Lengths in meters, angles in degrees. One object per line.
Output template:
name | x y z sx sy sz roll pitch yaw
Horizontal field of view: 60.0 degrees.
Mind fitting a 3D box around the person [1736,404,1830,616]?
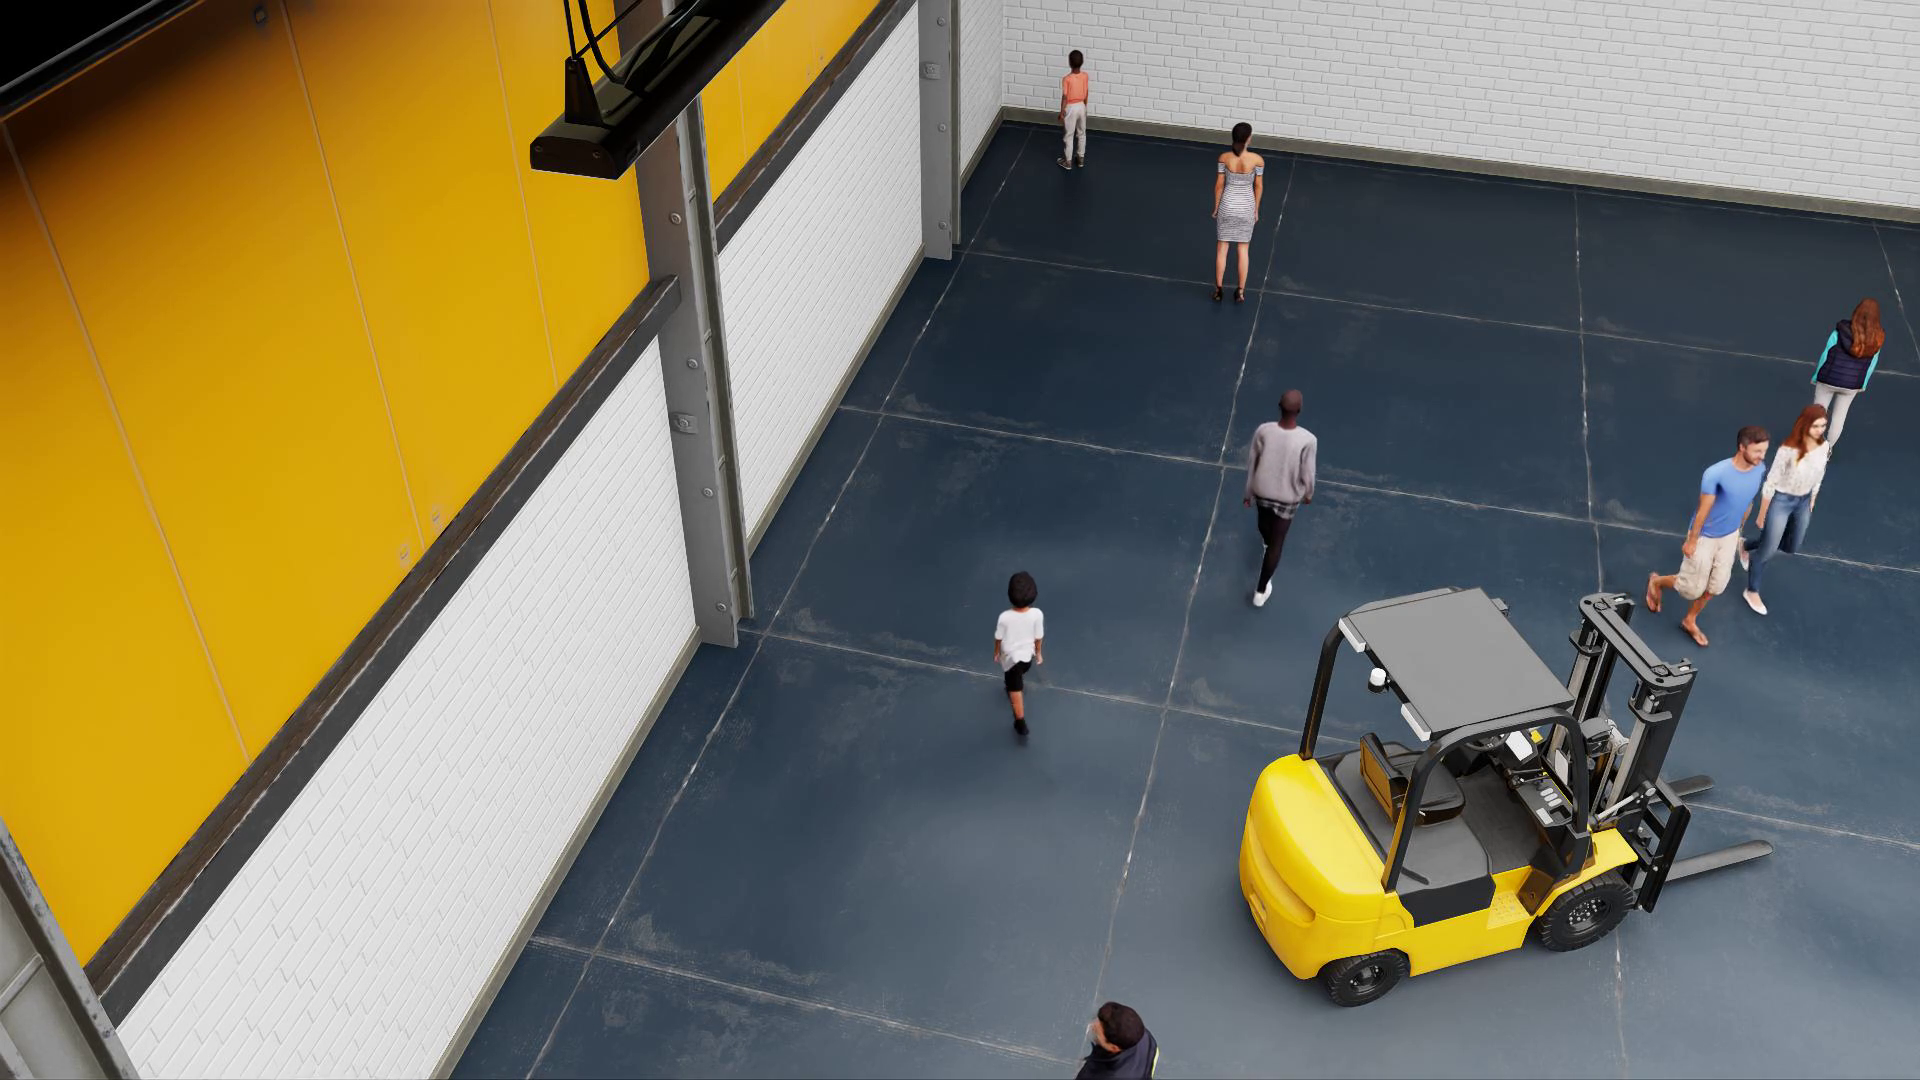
person | 6.018 -0.296 12.214 0.818 1.719 0.943 -9 39 -11

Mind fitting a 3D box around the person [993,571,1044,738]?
person | 0.404 0.779 11.248 0.749 1.245 0.930 -9 40 -11

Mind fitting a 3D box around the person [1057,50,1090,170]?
person | 1.244 -4.664 18.011 0.570 1.311 0.617 -15 41 -18

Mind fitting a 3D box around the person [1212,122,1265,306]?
person | 2.581 -3.043 15.571 0.593 1.822 0.523 7 39 9

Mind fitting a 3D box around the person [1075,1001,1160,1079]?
person | 0.744 2.871 8.082 0.871 1.926 0.643 15 41 18

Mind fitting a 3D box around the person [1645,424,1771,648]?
person | 5.319 -0.098 11.863 0.870 1.848 0.964 -11 40 -13

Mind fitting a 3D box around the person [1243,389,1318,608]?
person | 2.297 -0.278 12.178 0.771 1.736 1.147 15 41 18

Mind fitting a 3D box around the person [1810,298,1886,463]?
person | 7.239 -1.320 13.672 0.578 1.499 0.577 11 40 14
